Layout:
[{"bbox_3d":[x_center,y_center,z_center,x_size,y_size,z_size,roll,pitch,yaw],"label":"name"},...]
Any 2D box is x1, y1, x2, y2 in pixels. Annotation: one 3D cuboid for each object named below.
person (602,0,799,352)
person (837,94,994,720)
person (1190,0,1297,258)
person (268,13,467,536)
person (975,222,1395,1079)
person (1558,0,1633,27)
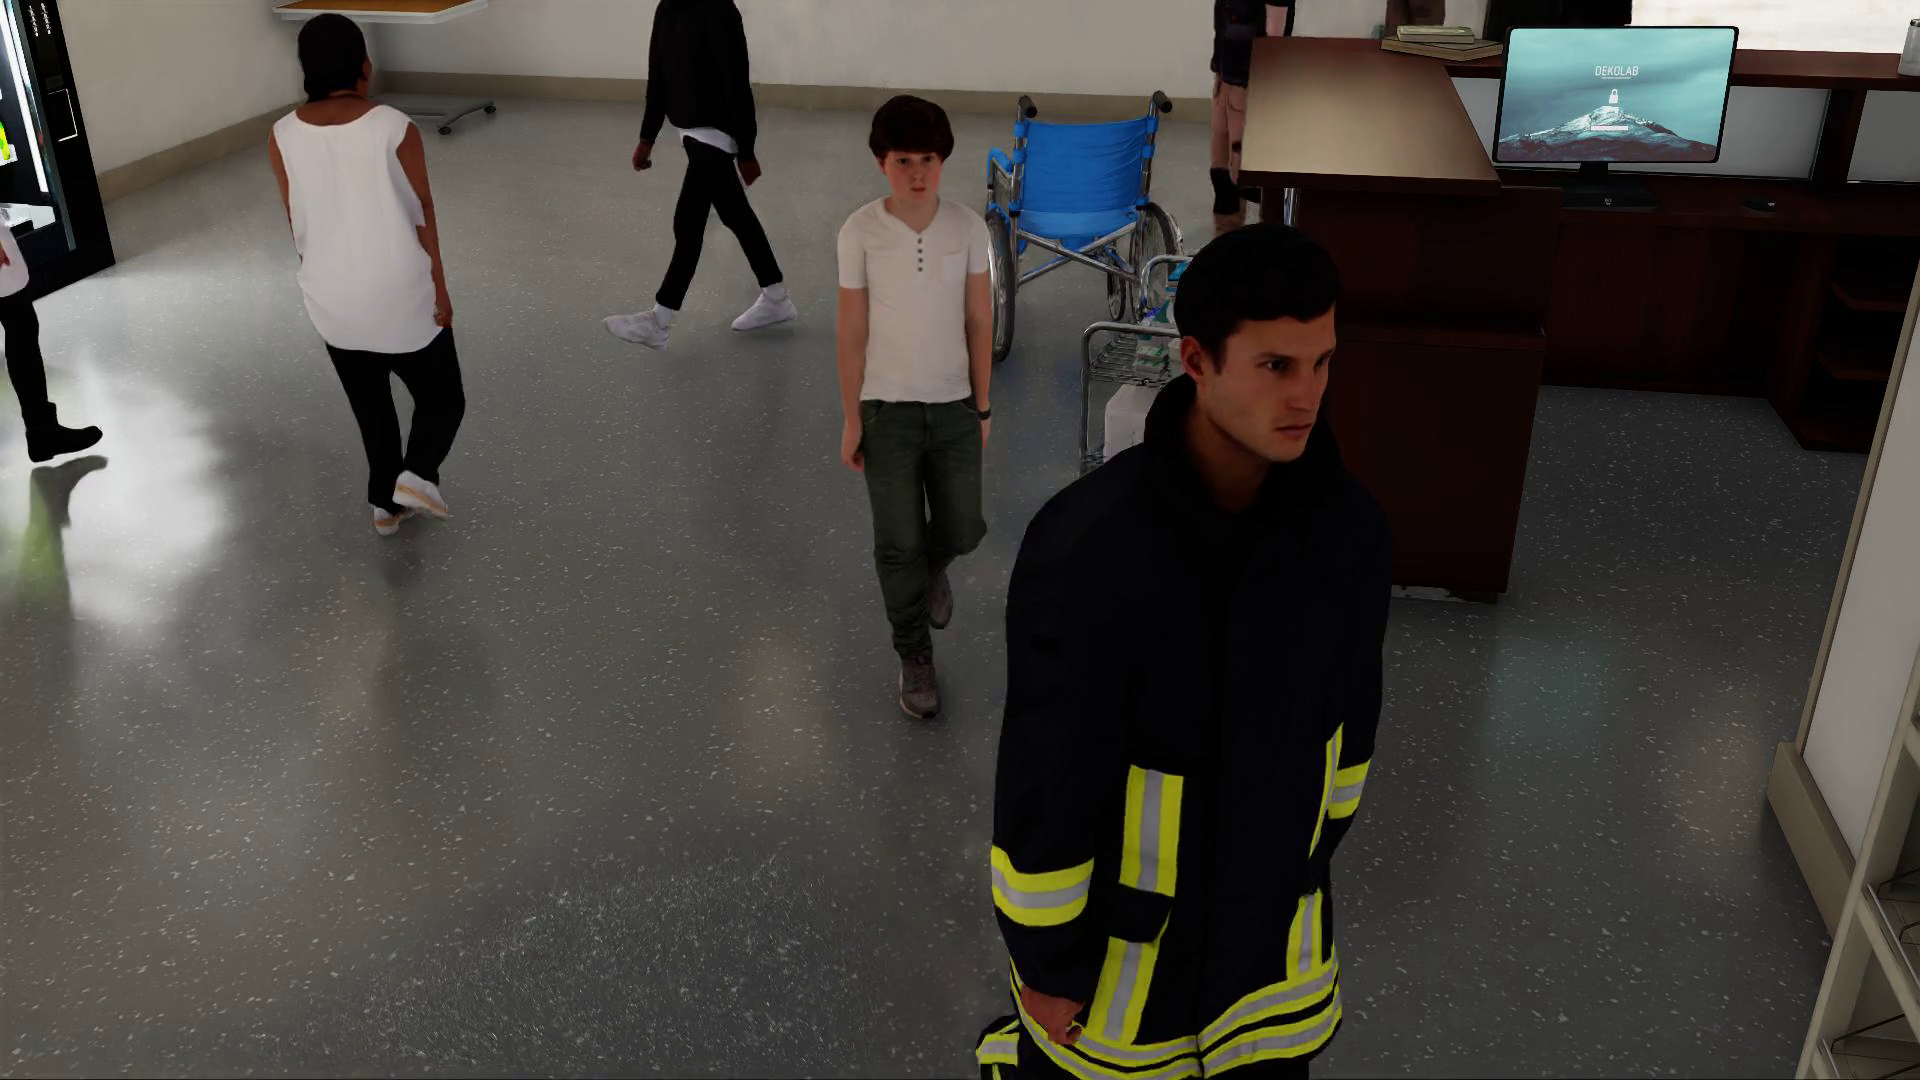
[{"bbox_3d":[-0.974,-1.704,7.071,1.235,1.771,1.202,-17,30,-31],"label":"person"},{"bbox_3d":[-0.130,-0.359,4.434,0.735,1.639,0.915,-4,26,-9],"label":"person"},{"bbox_3d":[1.480,-2.166,7.970,0.955,1.822,0.981,-6,26,-13],"label":"person"},{"bbox_3d":[-1.872,-0.780,5.267,0.663,1.673,0.625,4,26,8],"label":"person"},{"bbox_3d":[0.267,0.456,2.447,1.125,1.898,1.300,-9,27,-18],"label":"person"},{"bbox_3d":[3.169,-2.418,8.636,0.902,1.697,0.989,-4,26,-8],"label":"person"}]
